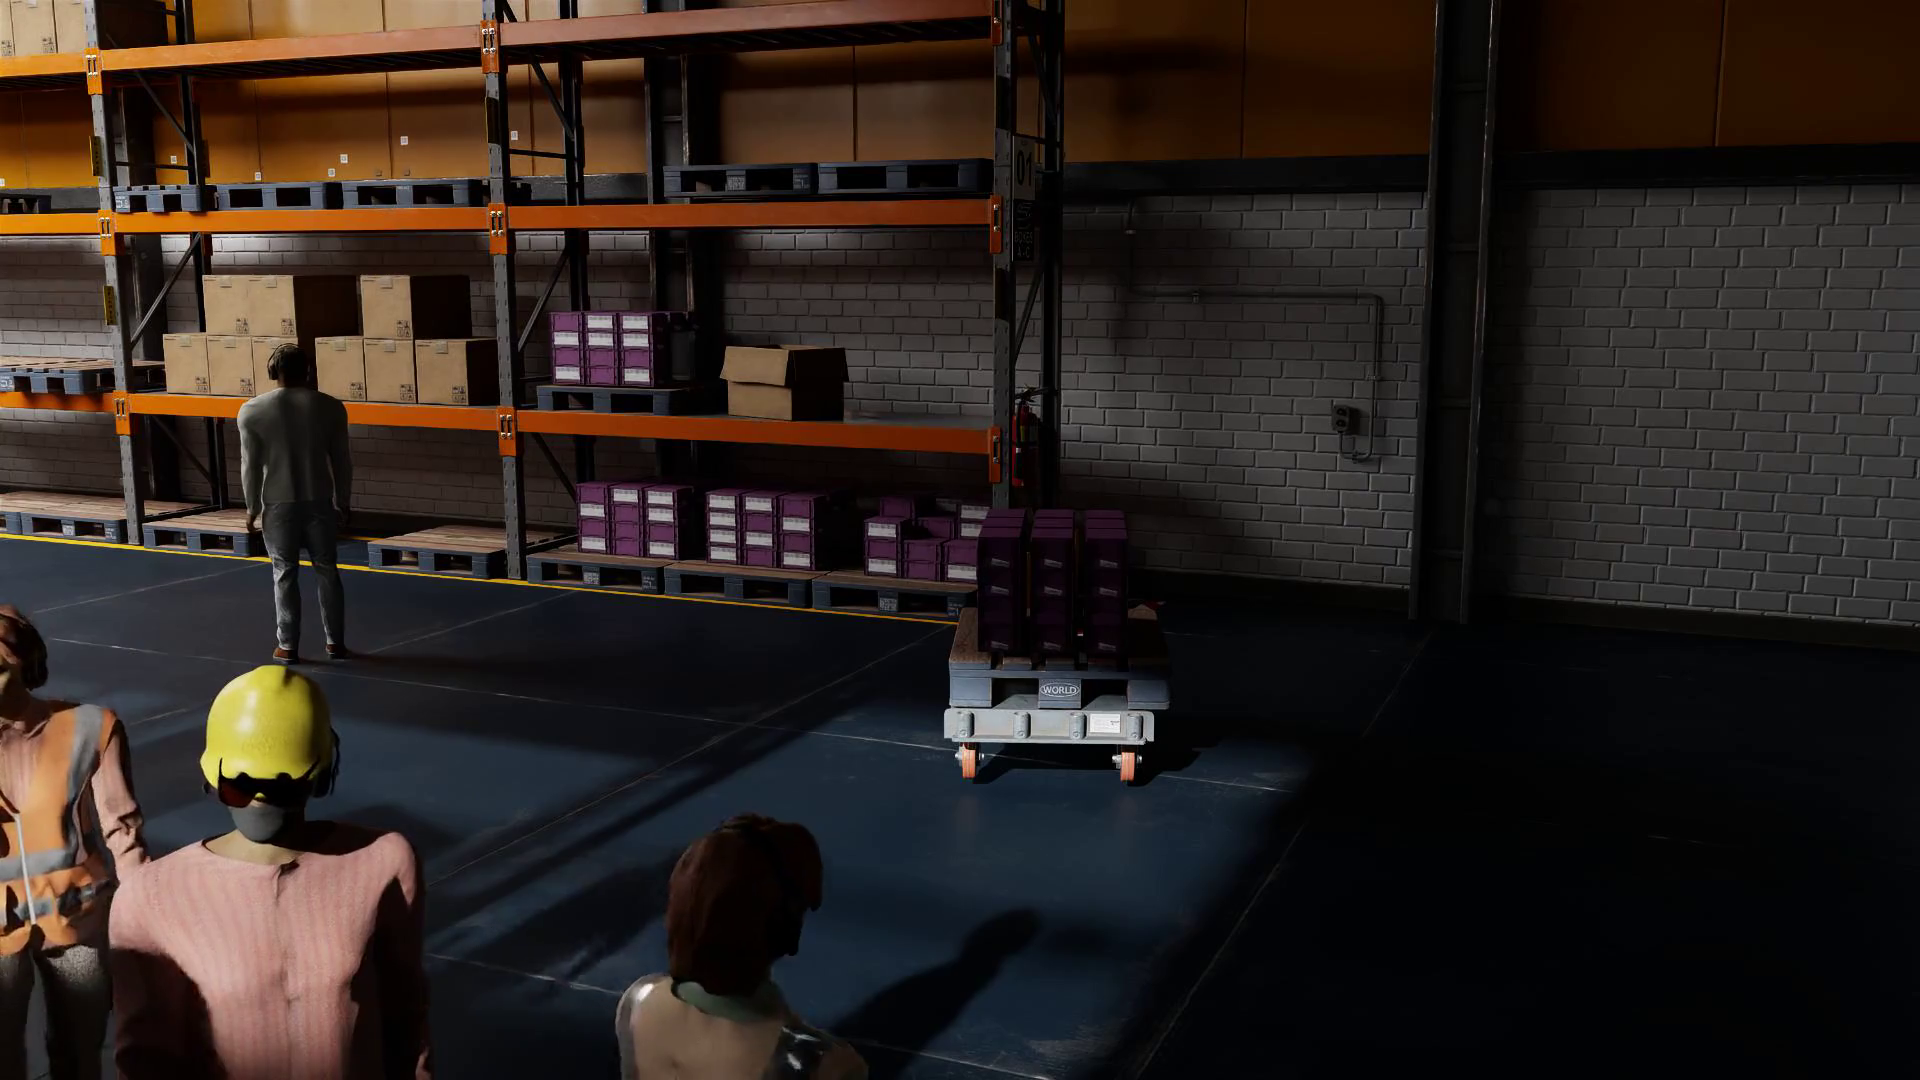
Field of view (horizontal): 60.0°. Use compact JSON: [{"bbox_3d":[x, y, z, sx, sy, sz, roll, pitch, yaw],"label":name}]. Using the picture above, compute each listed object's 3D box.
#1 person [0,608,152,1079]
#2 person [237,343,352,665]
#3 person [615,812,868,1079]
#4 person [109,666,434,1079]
[{"bbox_3d":[-2.203,0.961,3.967,0.526,1.619,0.543,-6,11,-30],"label":"person"},{"bbox_3d":[-4.002,-0.215,10.068,0.635,1.937,0.354,-6,11,-32],"label":"person"},{"bbox_3d":[-0.349,1.209,2.506,0.520,1.604,0.813,9,13,42],"label":"person"},{"bbox_3d":[-1.159,1.073,2.887,0.523,1.763,0.329,-7,12,-34],"label":"person"}]
